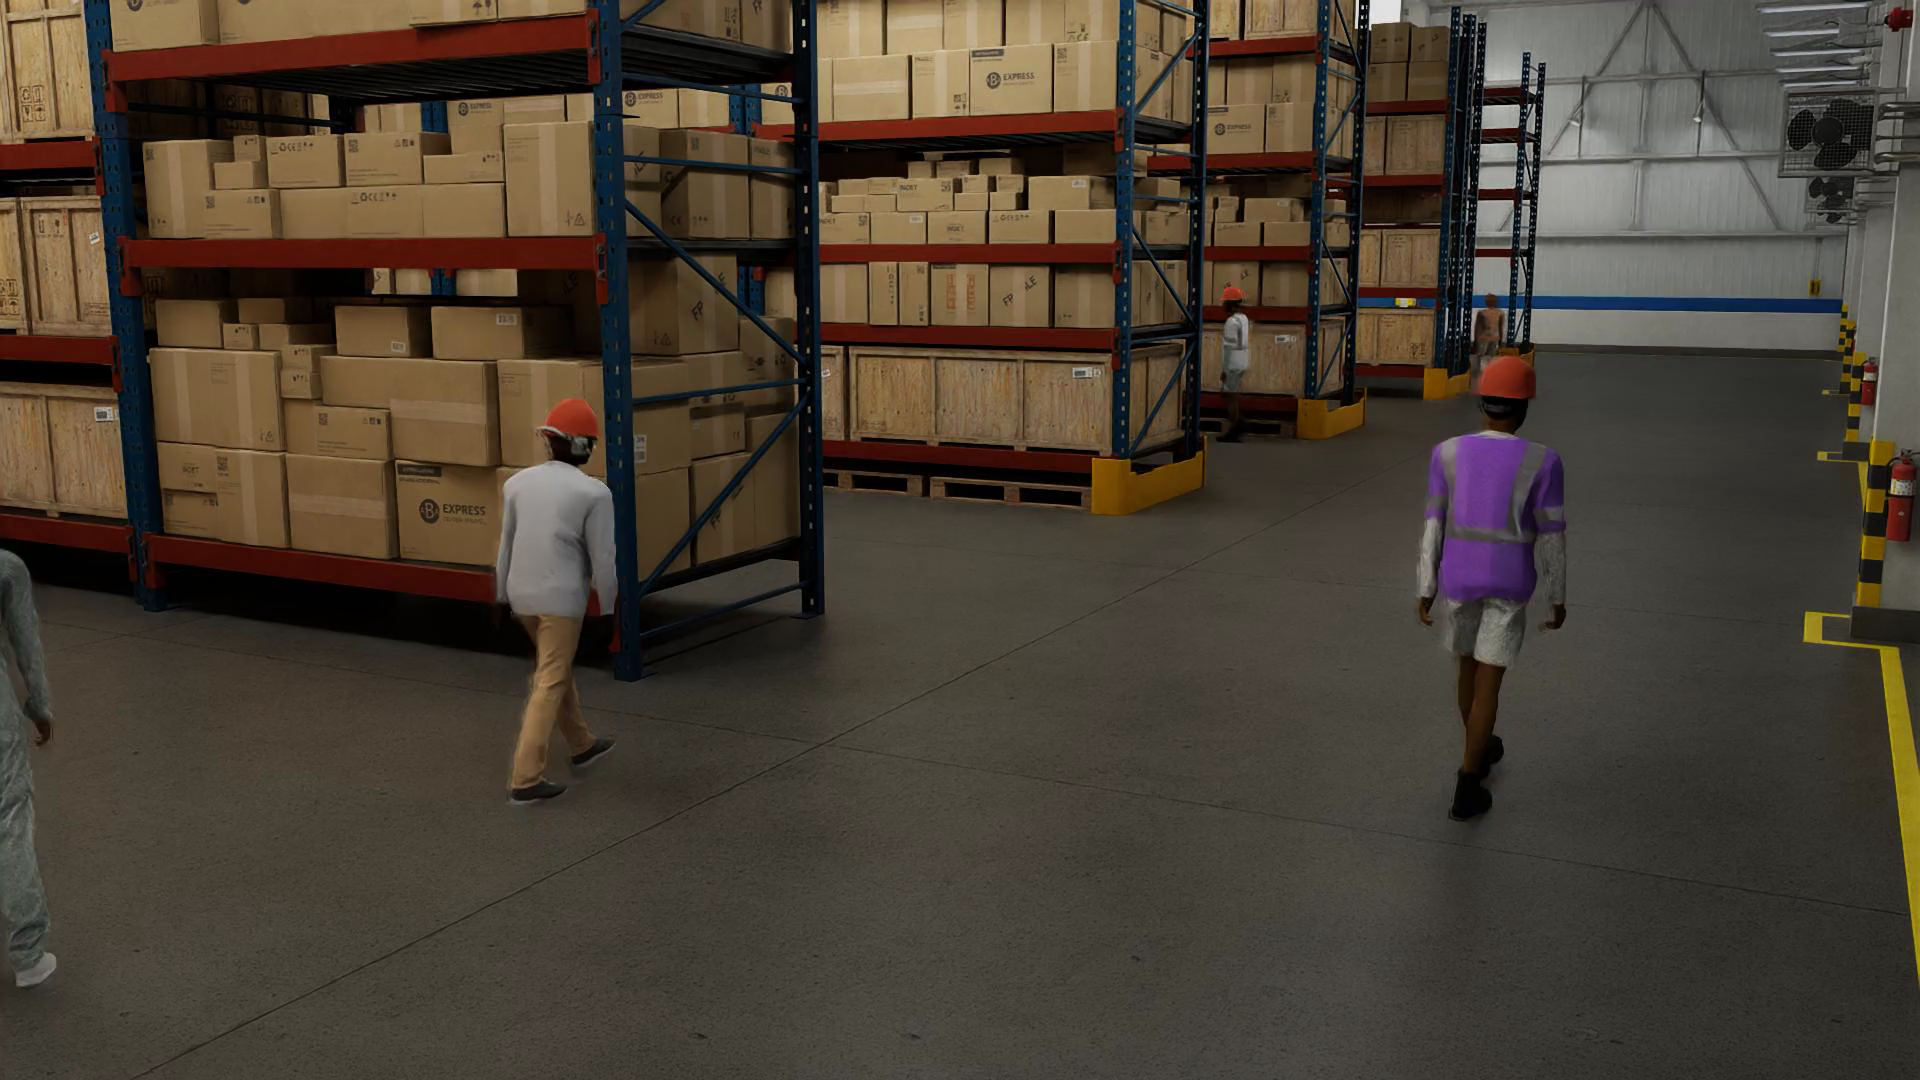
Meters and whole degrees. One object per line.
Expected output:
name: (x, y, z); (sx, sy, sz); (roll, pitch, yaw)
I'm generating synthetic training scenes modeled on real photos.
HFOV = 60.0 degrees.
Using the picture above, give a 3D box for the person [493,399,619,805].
person: (-1.727, 0.243, 7.257); (0.578, 1.697, 0.829); (6, 11, 30)

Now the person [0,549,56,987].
person: (-3.282, 0.566, 5.458); (0.519, 1.674, 0.990); (-6, 12, -32)

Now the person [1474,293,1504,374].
person: (9.264, -3.496, 29.097); (0.531, 1.627, 0.415); (-1, 10, -5)

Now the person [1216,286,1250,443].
person: (3.330, -2.147, 20.430); (0.400, 1.926, 0.566); (5, 11, 26)

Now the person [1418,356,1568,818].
person: (2.298, 0.174, 7.082); (0.573, 1.891, 0.929); (7, 12, 37)
